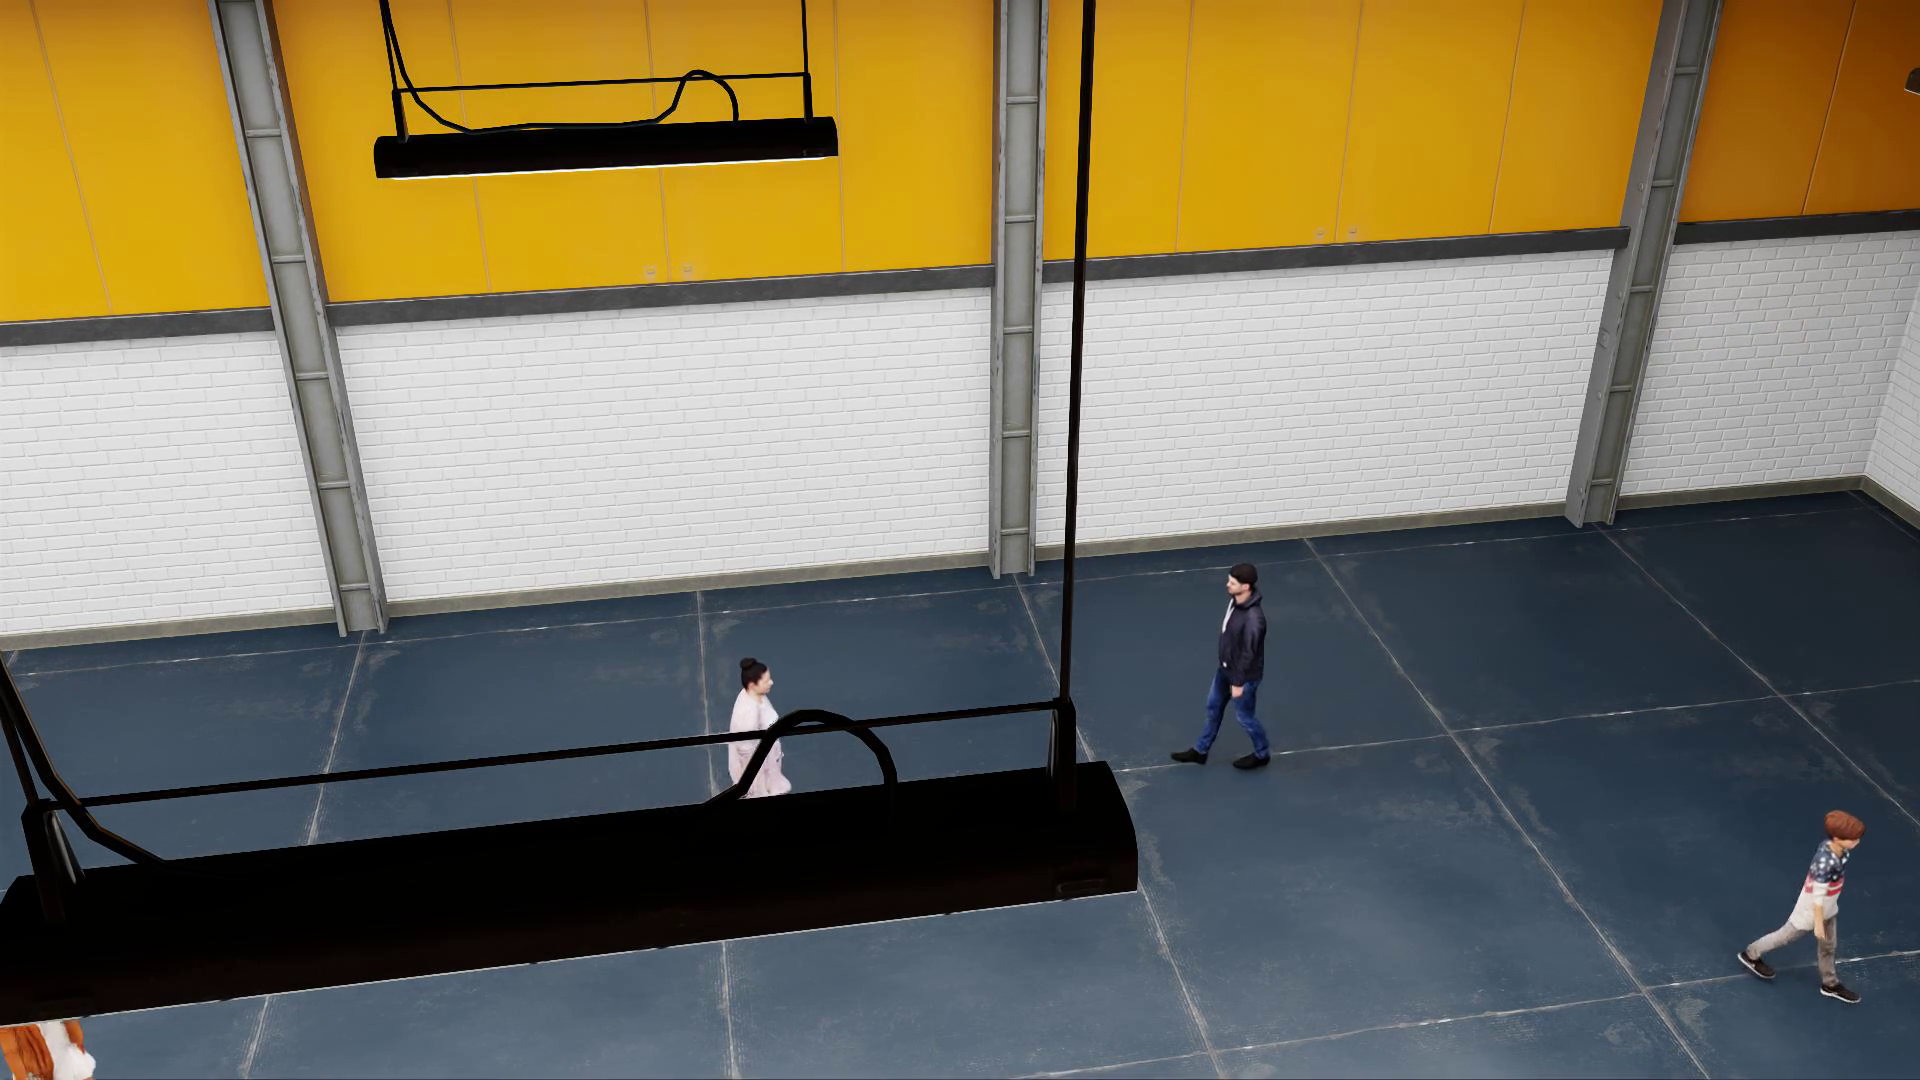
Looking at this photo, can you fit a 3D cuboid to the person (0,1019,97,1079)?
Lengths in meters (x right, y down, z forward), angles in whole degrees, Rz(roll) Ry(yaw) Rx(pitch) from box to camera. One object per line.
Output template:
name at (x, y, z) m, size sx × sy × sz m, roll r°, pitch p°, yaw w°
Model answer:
person at (-5.256, 2.932, 9.412) m, size 1.148 × 1.695 × 0.851 m, roll 5°, pitch 29°, yaw 8°

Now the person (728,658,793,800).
person at (-1.534, 1.590, 11.837) m, size 0.807 × 1.730 × 0.766 m, roll 0°, pitch 29°, yaw -1°

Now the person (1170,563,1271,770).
person at (2.231, 1.004, 12.778) m, size 1.015 × 1.858 × 0.727 m, roll -3°, pitch 29°, yaw -5°

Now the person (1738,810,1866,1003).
person at (5.485, 2.339, 10.800) m, size 0.982 × 1.407 × 0.963 m, roll 21°, pitch 35°, yaw 34°
